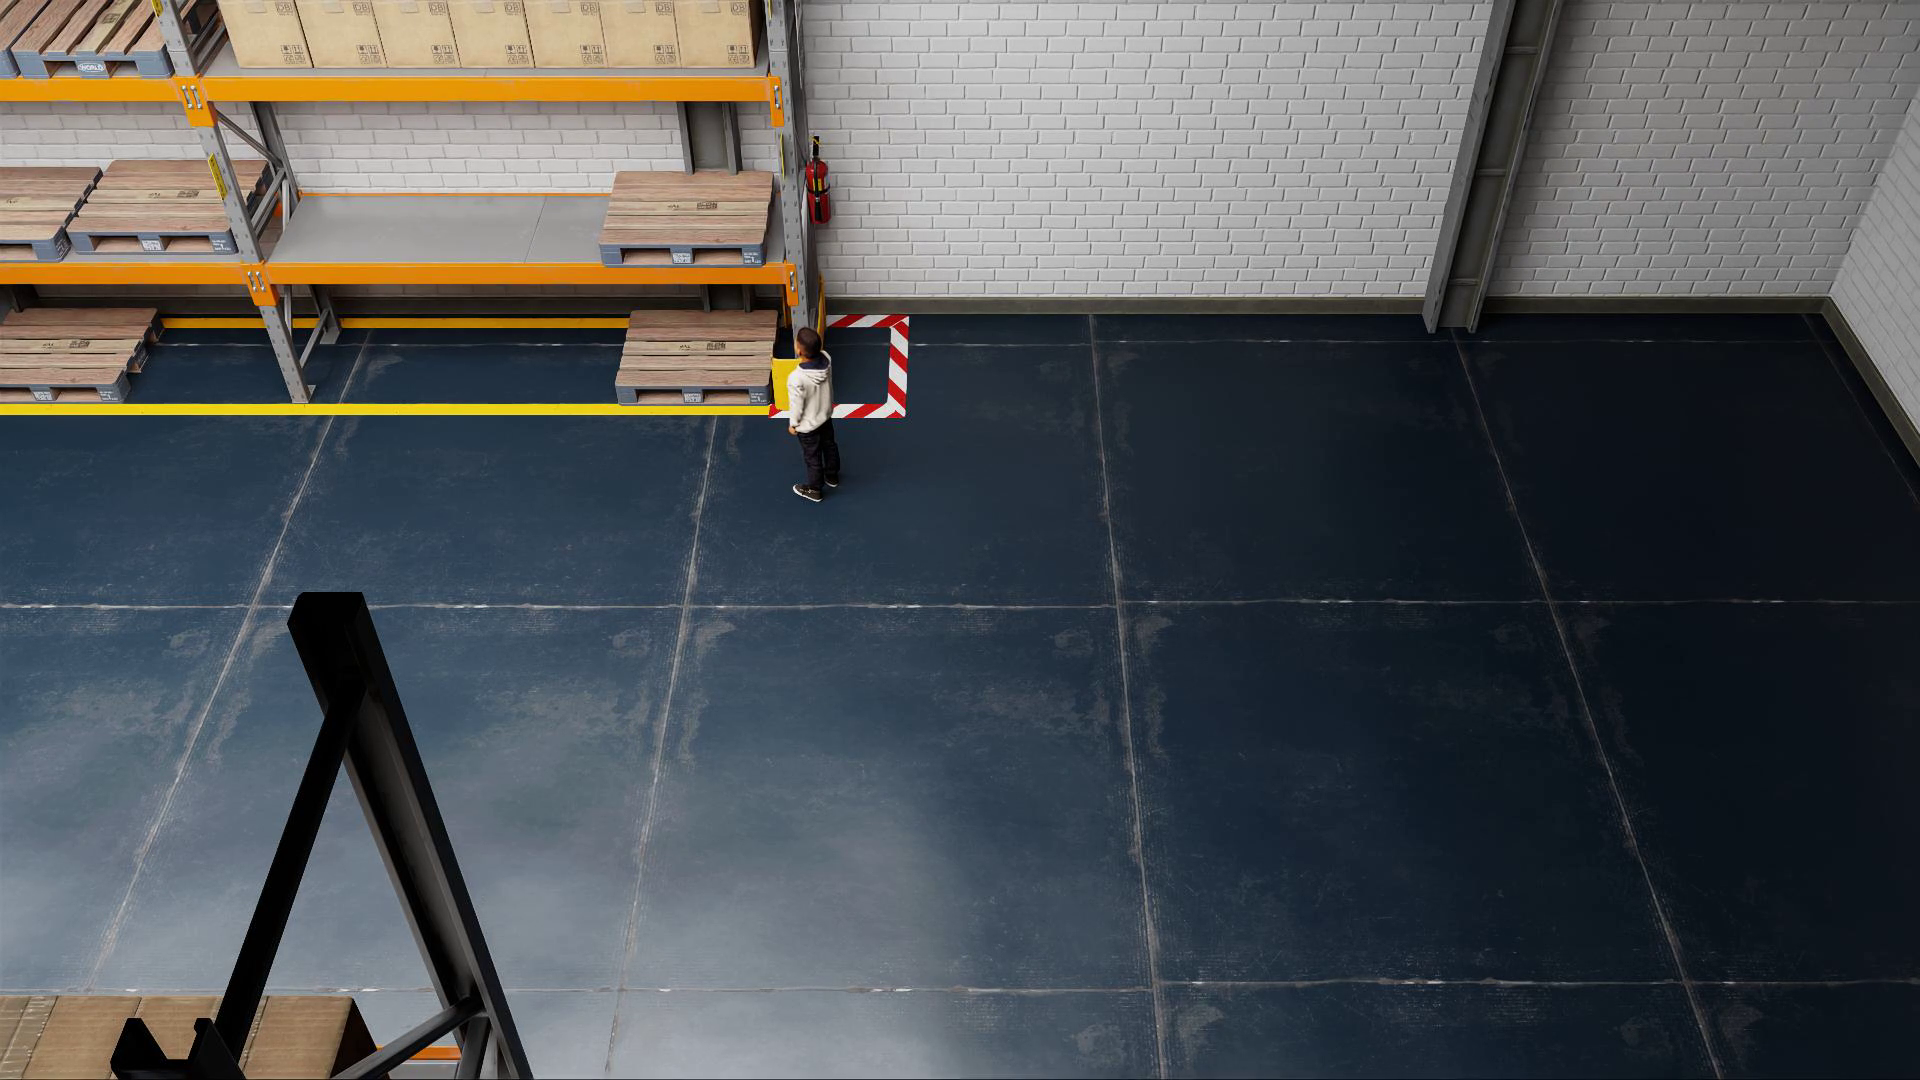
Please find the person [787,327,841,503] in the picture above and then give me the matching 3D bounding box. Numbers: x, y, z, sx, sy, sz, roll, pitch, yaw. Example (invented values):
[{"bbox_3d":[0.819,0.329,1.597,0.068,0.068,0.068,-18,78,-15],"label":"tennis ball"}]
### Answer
[{"bbox_3d":[-1.041,-0.904,11.893,0.696,1.455,0.664,27,50,25],"label":"person"}]
